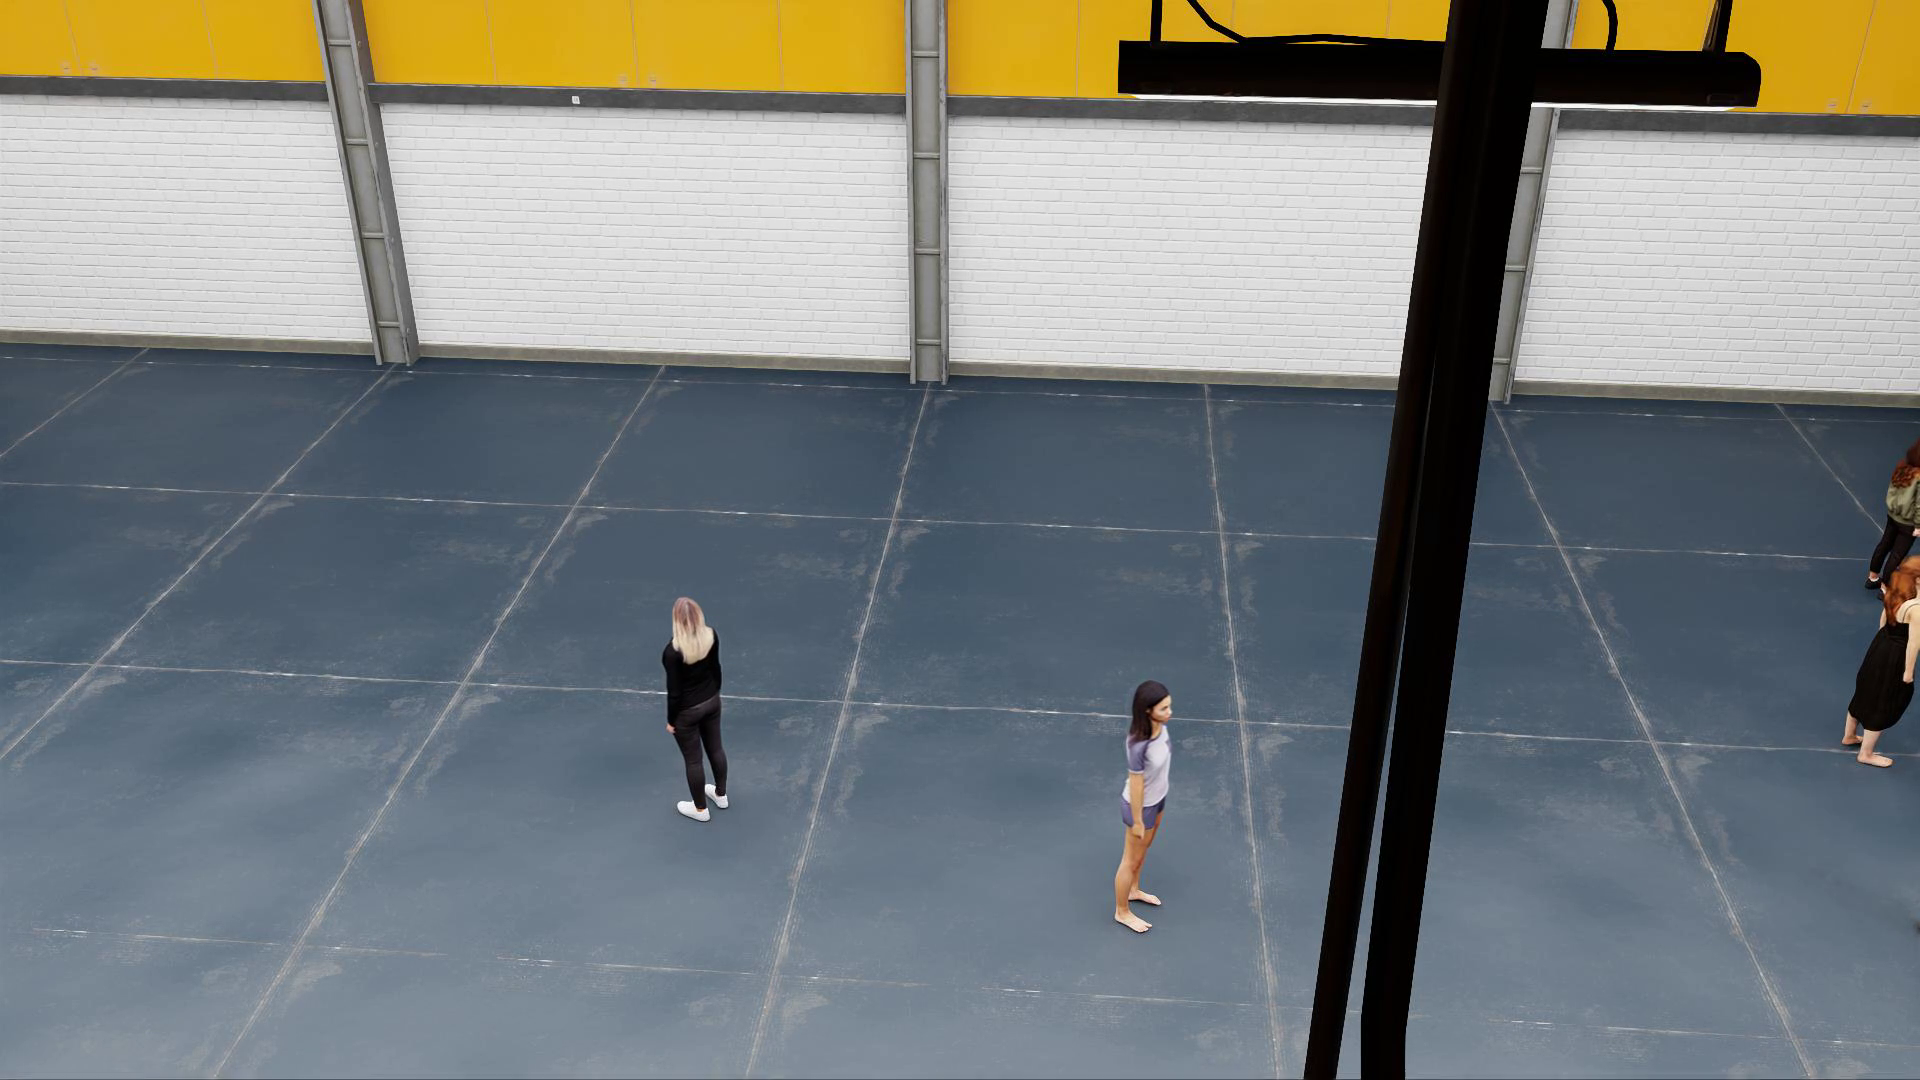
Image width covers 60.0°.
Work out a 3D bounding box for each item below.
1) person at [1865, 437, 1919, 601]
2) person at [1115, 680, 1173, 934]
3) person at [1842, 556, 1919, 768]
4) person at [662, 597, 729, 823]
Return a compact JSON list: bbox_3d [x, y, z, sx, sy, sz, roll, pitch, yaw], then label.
[{"bbox_3d":[7.840,-0.202,13.804,0.537,1.477,0.598,-1,29,-1],"label":"person"},{"bbox_3d":[1.135,1.604,10.226,0.595,1.733,0.640,12,31,20],"label":"person"},{"bbox_3d":[6.569,0.830,11.758,0.587,1.626,0.581,0,29,0],"label":"person"},{"bbox_3d":[-1.768,1.131,11.142,0.728,1.686,0.698,24,36,36],"label":"person"}]
